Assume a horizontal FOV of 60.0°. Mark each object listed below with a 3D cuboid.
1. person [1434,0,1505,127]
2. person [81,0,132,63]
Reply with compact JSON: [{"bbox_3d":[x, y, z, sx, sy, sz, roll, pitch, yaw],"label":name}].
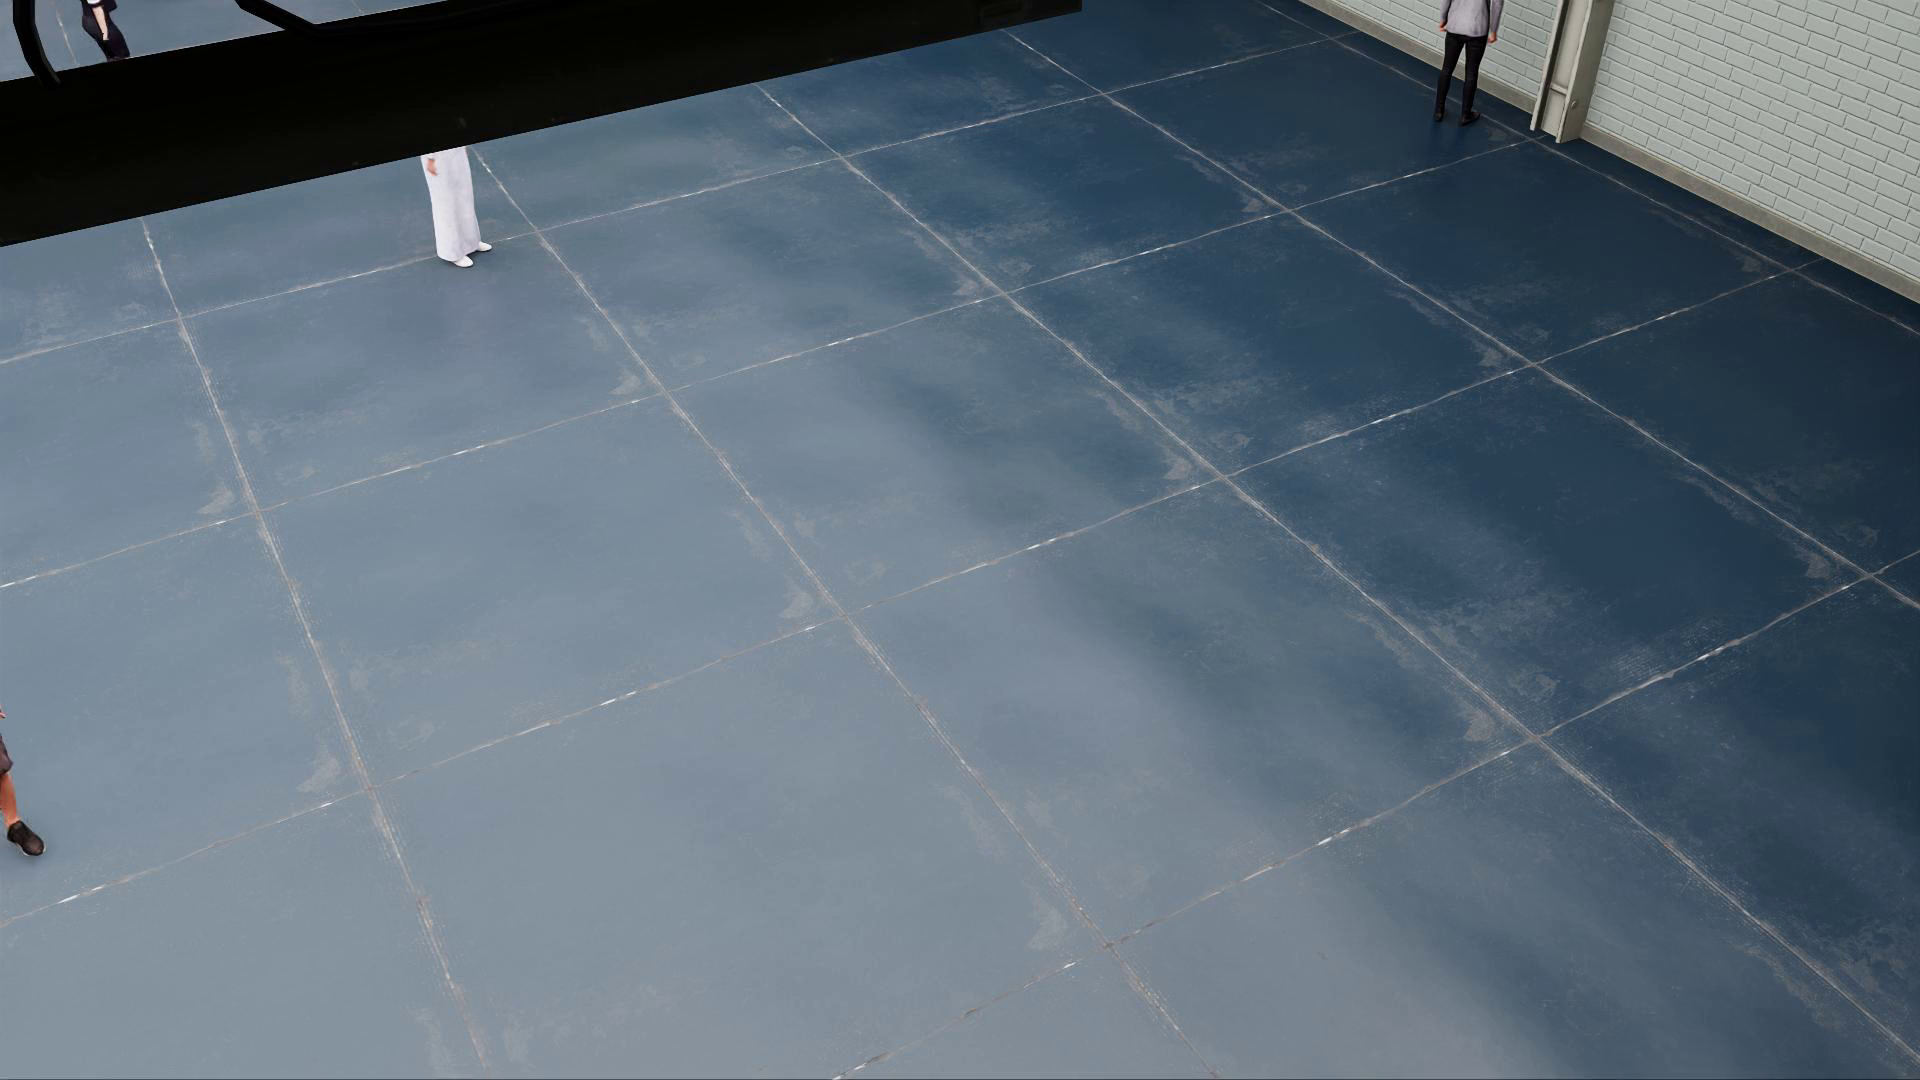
[{"bbox_3d":[4.864,-4.932,15.929,0.763,1.920,0.897,21,43,24],"label":"person"},{"bbox_3d":[-8.480,-5.011,16.265,0.735,1.631,0.761,31,48,34],"label":"person"}]
